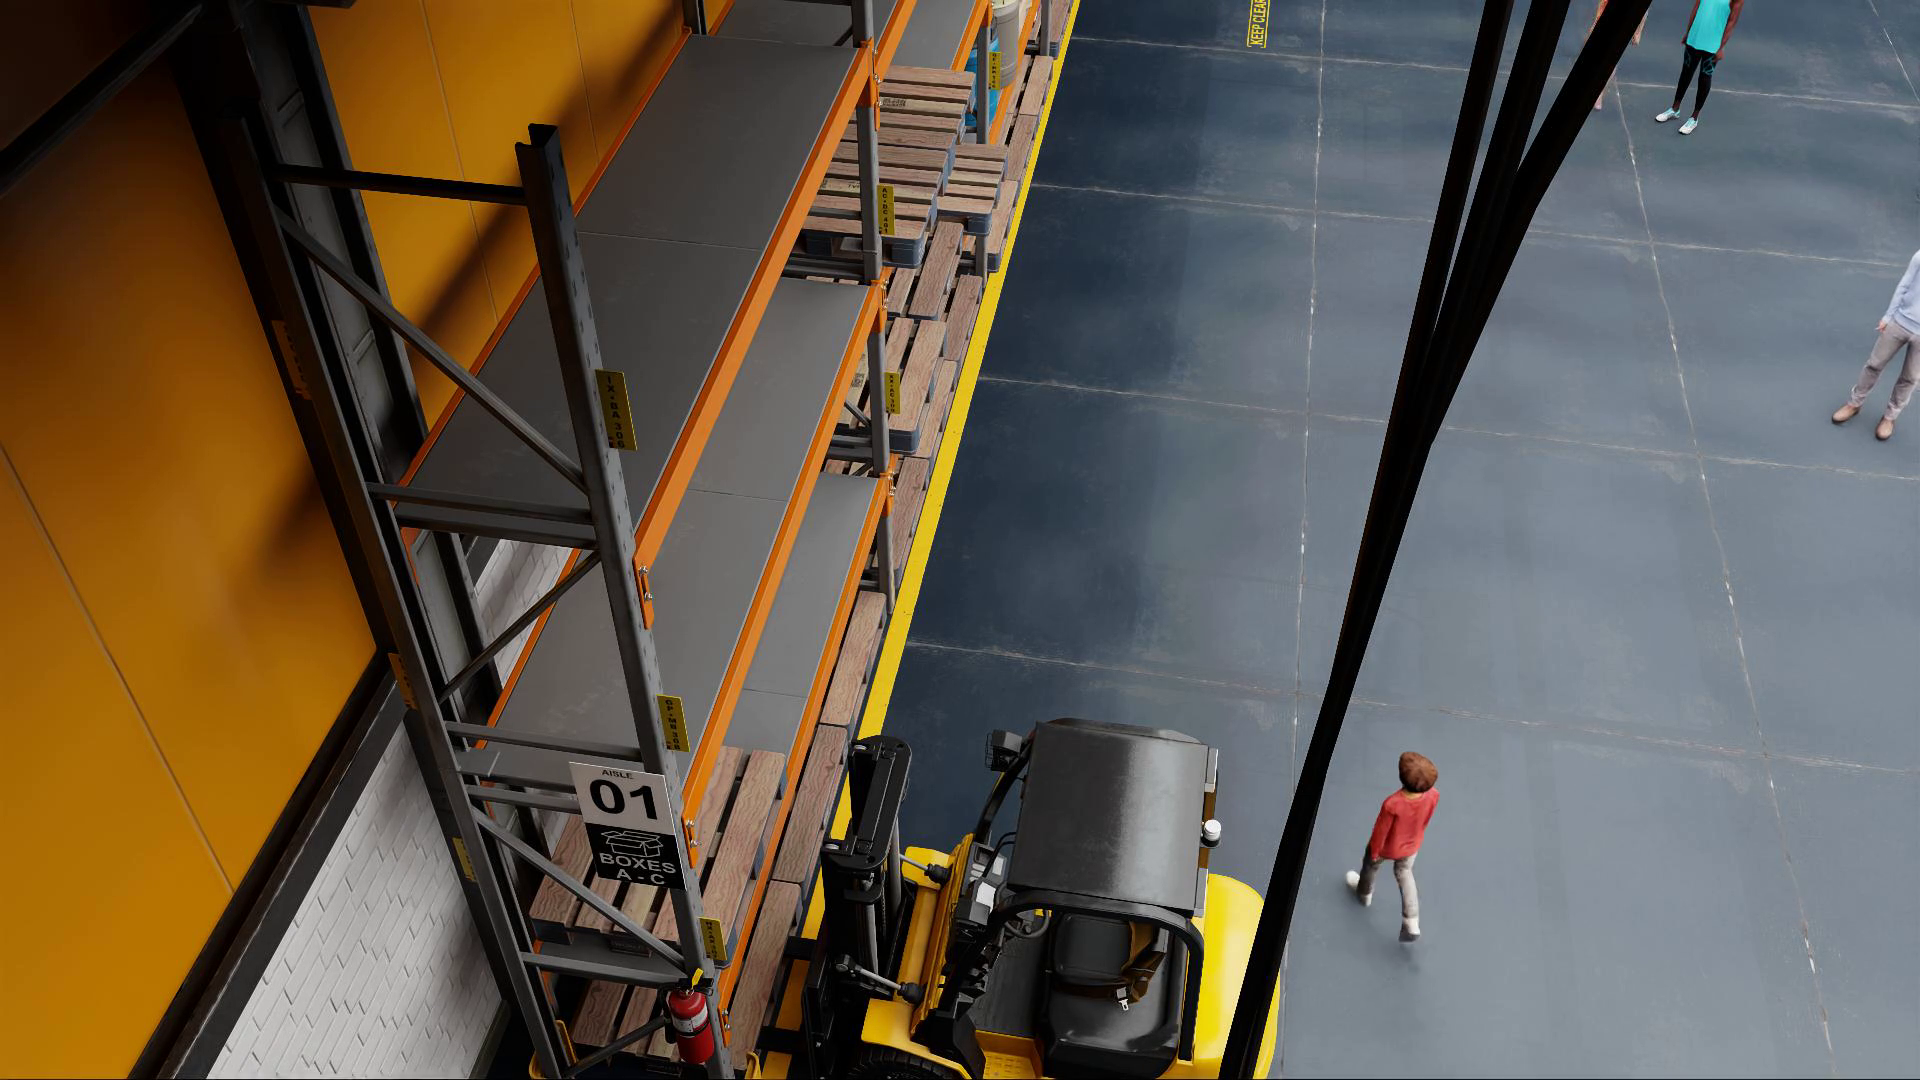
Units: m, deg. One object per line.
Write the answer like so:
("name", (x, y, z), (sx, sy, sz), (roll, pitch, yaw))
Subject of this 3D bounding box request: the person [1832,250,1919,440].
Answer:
("person", (7.207, -1.611, 12.532), (0.747, 1.889, 0.754), (31, 52, 28))

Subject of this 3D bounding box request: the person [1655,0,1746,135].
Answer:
("person", (7.161, -4.785, 15.922), (0.739, 1.811, 0.669), (-24, 49, -23))

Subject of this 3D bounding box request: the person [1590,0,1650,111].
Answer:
("person", (6.449, -5.075, 16.297), (0.619, 1.712, 0.603), (9, 44, 9))

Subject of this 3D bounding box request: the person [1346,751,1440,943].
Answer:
("person", (2.502, 1.737, 9.373), (0.720, 1.401, 0.910), (-11, 45, -11))
